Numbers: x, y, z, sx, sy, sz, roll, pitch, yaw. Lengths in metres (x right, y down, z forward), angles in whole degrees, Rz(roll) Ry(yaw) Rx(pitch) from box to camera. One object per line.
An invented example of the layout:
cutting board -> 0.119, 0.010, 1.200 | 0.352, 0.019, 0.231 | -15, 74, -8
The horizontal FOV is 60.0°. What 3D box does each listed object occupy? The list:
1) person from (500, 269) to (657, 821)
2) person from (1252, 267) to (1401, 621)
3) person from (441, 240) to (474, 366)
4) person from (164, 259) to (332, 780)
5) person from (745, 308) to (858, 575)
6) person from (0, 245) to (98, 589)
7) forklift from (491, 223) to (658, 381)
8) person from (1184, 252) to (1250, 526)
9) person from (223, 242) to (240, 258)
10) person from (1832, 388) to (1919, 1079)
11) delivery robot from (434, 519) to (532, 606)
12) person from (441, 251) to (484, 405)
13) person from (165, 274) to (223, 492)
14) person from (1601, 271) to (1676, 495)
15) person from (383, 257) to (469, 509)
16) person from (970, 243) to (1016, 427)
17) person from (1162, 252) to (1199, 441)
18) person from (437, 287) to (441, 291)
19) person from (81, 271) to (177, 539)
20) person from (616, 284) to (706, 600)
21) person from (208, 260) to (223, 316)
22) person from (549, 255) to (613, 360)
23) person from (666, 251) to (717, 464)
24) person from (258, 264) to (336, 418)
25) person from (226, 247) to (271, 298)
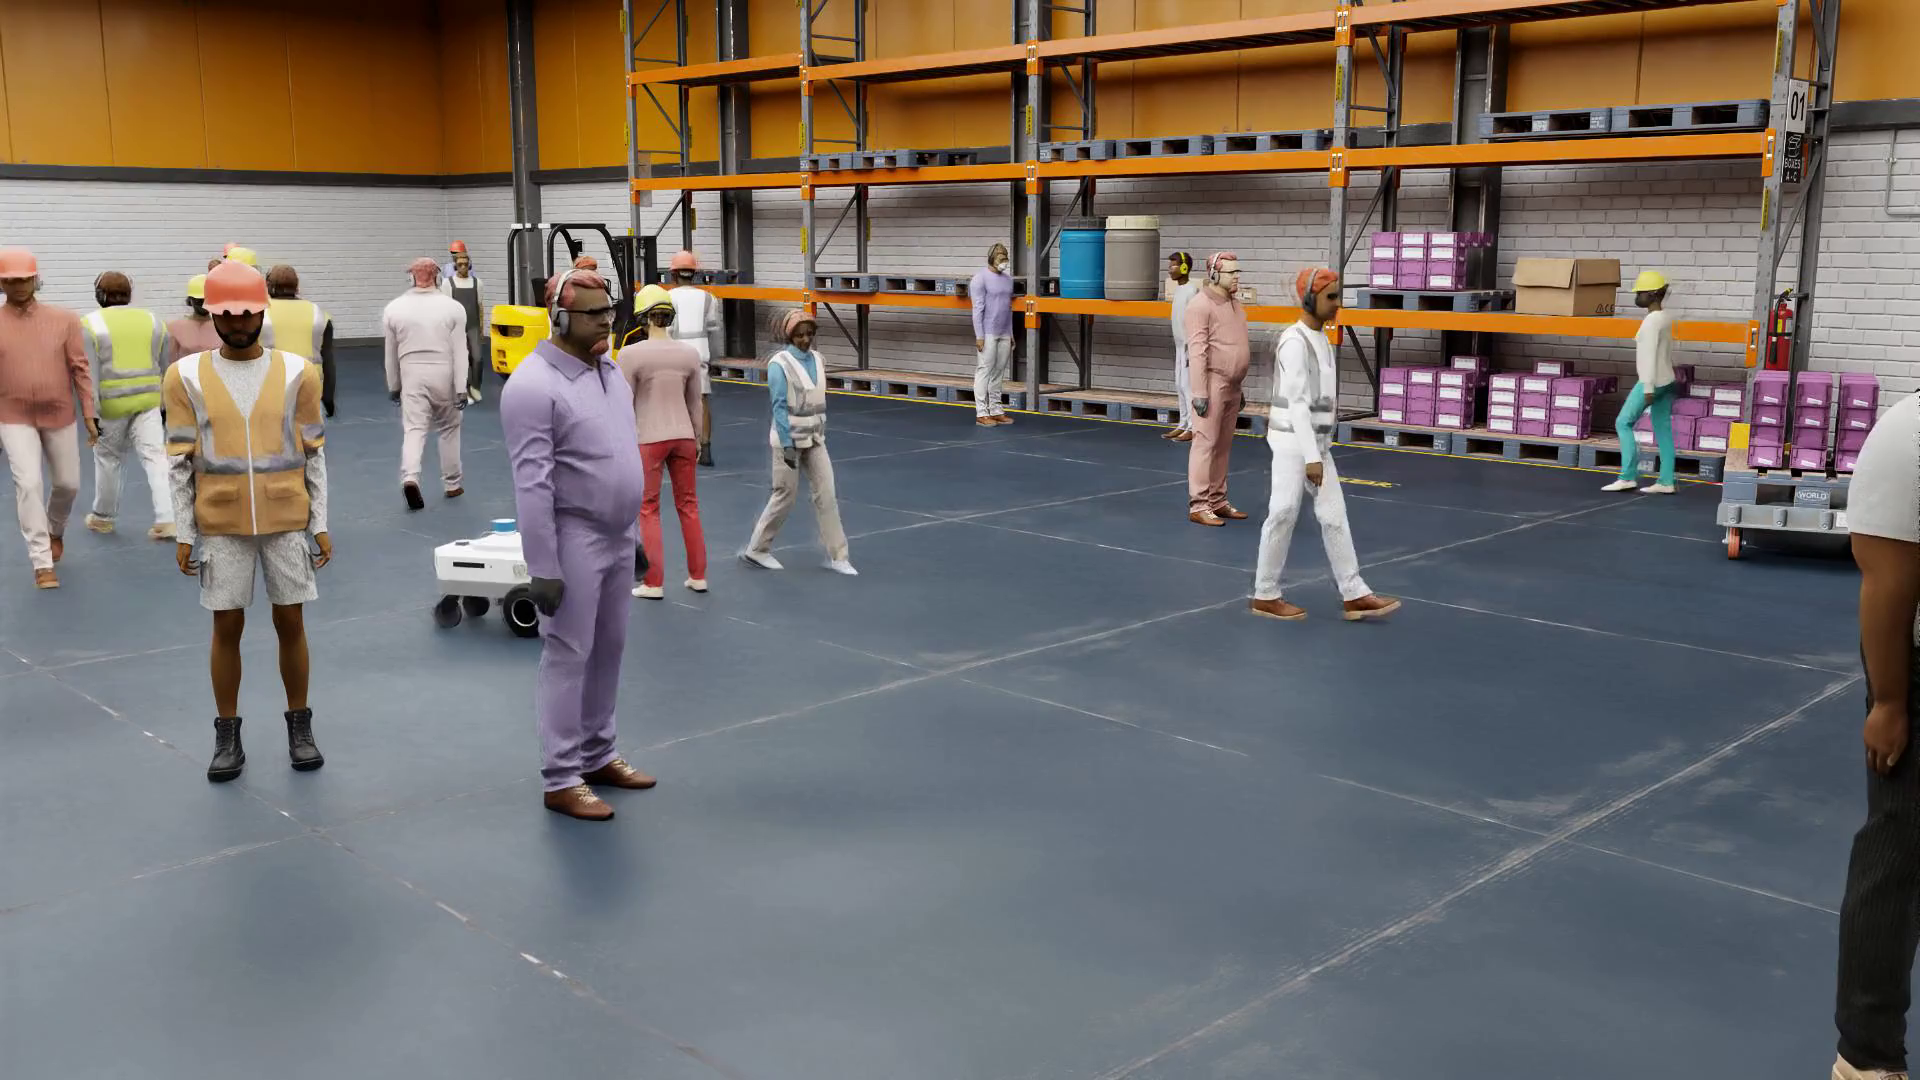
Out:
person -> -1.308, 0.010, 5.856 | 0.405, 1.906, 0.652 | 3, 11, 17
person -> 1.909, -0.466, 8.604 | 0.842, 1.852, 0.590 | 6, 12, 30
person -> -7.721, -3.645, 25.704 | 0.545, 1.938, 0.358 | 2, 11, 11
person -> -2.635, -0.067, 6.200 | 0.551, 1.932, 0.378 | -5, 11, -24
person -> -0.989, -0.578, 9.961 | 0.729, 1.619, 0.540 | 7, 12, 33
person -> -5.435, -0.740, 9.774 | 0.605, 1.970, 0.854 | -7, 13, -34
forklift -> -5.316, -3.263, 22.920 | 2.313, 2.155, 1.214 | -10, 14, -44
person -> 1.832, -1.062, 11.705 | 0.407, 1.908, 0.641 | 7, 13, 35
person -> -8.990, -2.723, 20.704 | 0.542, 1.933, 0.382 | -9, 14, -42
person -> 2.362, 0.330, 3.744 | 0.683, 2.000, 0.536 | -3, 11, -15
delivery robot -> -2.345, 0.134, 8.613 | 0.707, 0.478, 0.477 | 3, 11, 15
person -> -5.914, -2.517, 19.842 | 0.520, 1.830, 0.401 | -5, 12, -25
person -> -5.450, -1.039, 11.995 | 0.542, 1.743, 0.403 | -6, 12, -28
person -> 5.345, -1.219, 13.015 | 0.638, 1.747, 0.545 | 8, 13, 39
person -> -4.018, -1.188, 12.522 | 0.646, 1.867, 0.967 | 0, 10, -2
person -> 0.369, -2.179, 17.716 | 0.373, 1.936, 0.629 | 8, 13, 38
person -> 2.209, -1.904, 16.431 | 0.327, 1.860, 0.538 | -2, 11, -10
person -> -6.753, -2.731, 21.449 | 0.798, 1.661, 0.564 | 2, 11, 12
person -> -5.581, -0.897, 11.140 | 0.977, 1.791, 0.648 | 8, 13, 38
person -> -1.687, -0.549, 9.335 | 0.525, 1.752, 0.363 | -9, 14, -39
person -> -11.624, -3.571, 26.107 | 0.512, 1.642, 0.312 | -1, 10, -3
person -> -3.421, -1.639, 15.014 | 0.580, 1.850, 0.760 | -3, 11, -15
person -> -2.435, -1.631, 14.875 | 0.569, 1.881, 1.013 | -6, 12, -28
person -> -4.693, -1.021, 11.689 | 0.650, 1.824, 0.541 | -8, 13, -38
person -> -6.248, -1.630, 14.769 | 0.496, 1.914, 0.609 | 2, 11, 10
